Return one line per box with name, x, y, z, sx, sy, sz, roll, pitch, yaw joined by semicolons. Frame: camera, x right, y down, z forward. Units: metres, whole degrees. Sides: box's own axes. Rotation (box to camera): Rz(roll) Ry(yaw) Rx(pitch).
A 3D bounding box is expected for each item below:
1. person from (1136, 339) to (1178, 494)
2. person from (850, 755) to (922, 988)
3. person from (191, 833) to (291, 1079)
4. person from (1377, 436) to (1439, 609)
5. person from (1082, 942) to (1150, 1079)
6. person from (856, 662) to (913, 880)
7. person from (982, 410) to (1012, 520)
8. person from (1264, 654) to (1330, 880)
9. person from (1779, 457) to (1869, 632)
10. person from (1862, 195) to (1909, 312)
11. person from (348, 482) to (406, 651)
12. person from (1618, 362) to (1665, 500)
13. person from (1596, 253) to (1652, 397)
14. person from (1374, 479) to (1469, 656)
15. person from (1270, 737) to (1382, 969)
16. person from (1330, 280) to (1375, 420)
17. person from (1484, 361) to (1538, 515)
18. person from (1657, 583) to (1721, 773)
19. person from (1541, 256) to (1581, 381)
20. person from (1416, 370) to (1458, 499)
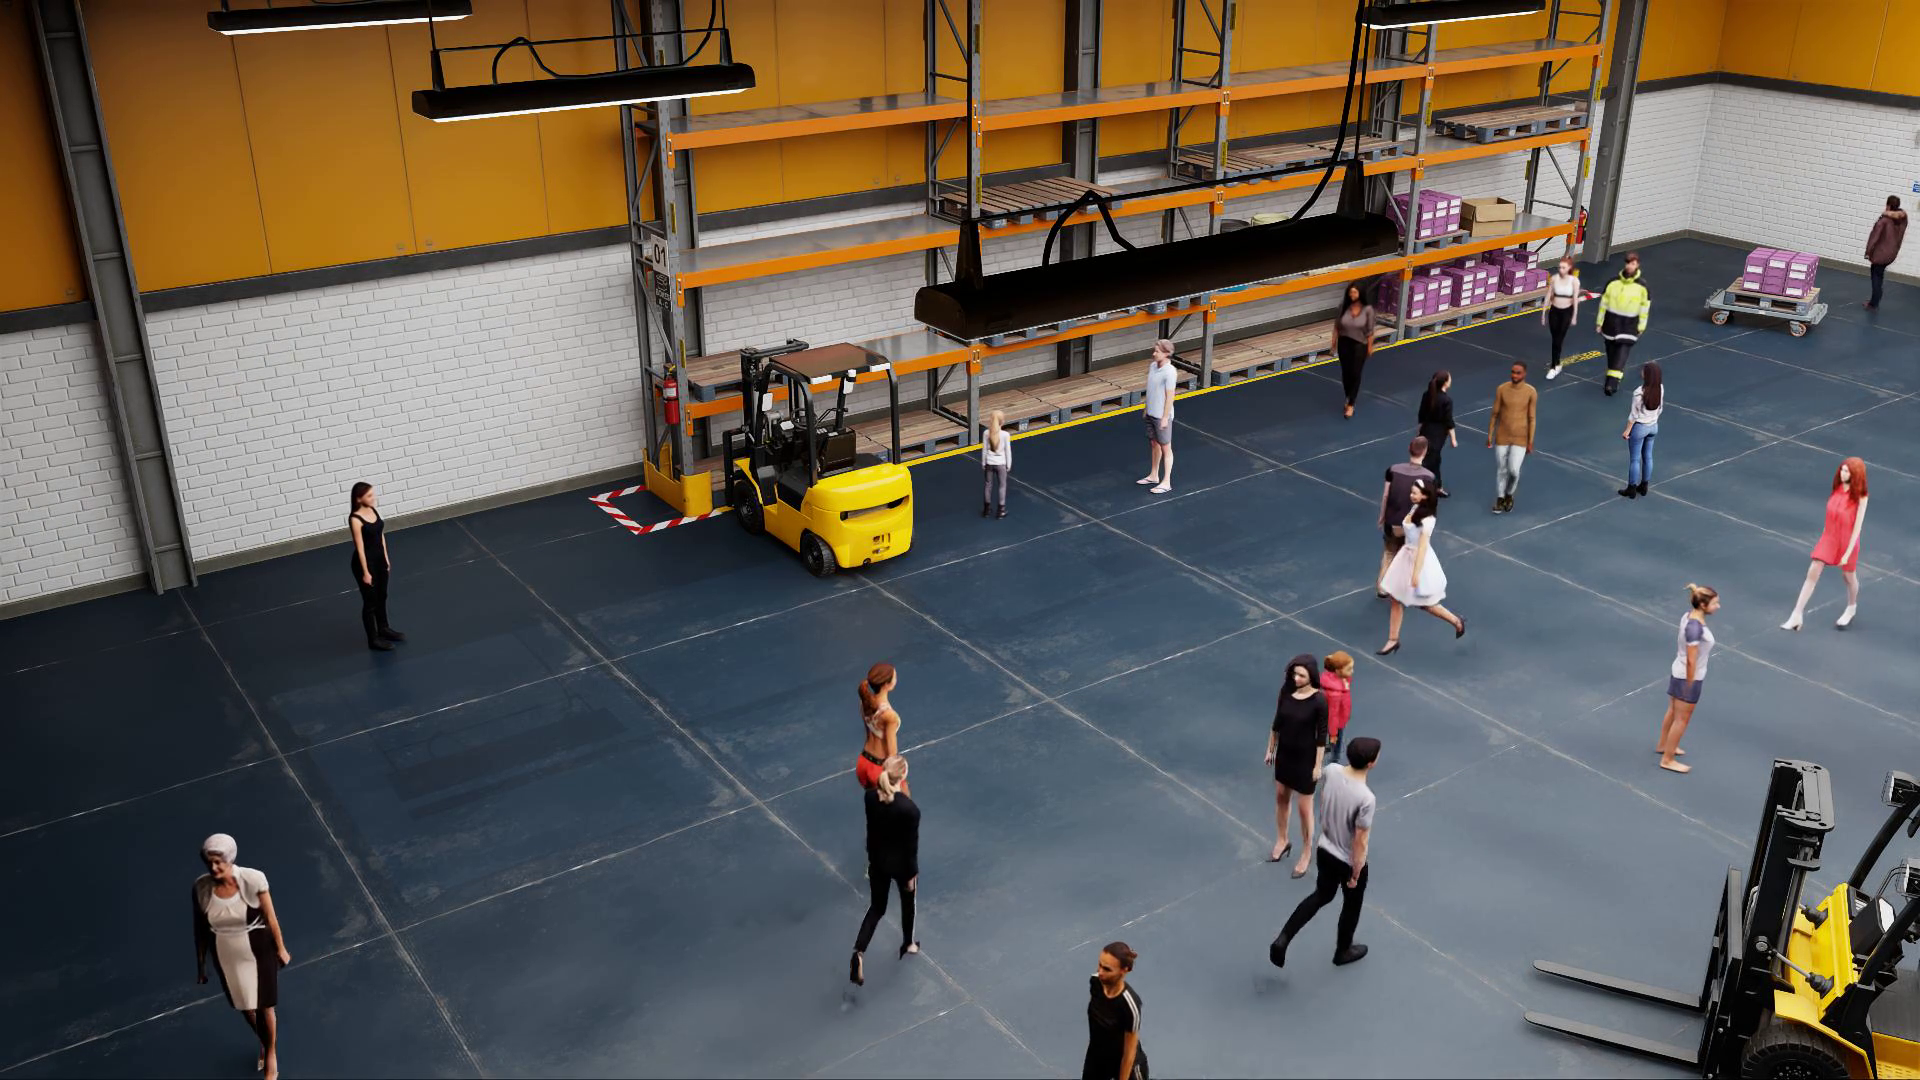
person;2.366;-1.479;19.548;0.619;1.832;0.686;-10;26;-22
person;-0.510;2.250;11.206;0.903;1.681;1.115;13;27;26
person;-4.460;2.556;10.431;0.794;1.741;0.874;-2;24;-3
person;4.379;-0.128;16.463;0.806;1.828;0.805;12;26;26
person;0.973;2.987;9.596;1.074;1.621;0.581;-16;28;-32
person;-0.659;1.741;12.252;0.625;1.776;0.606;-21;31;-39
person;0.400;-0.857;18.818;0.586;1.277;0.638;7;24;15
person;2.529;1.657;12.407;0.504;1.805;0.613;-15;28;-31
person;8.567;0.075;16.062;1.163;1.777;0.765;-10;25;-21
person;14.844;-4.564;26.599;0.731;1.837;0.893;-9;25;-19
person;-5.602;0.237;15.802;0.729;1.689;0.669;4;24;9
person;7.964;-1.287;19.355;0.508;1.635;0.700;-10;26;-22
person;9.109;-2.976;22.849;1.041;1.932;1.296;16;29;33
person;4.361;0.289;15.560;1.214;1.787;1.005;-2;24;-5
person;2.505;2.157;11.227;1.059;1.834;0.738;-13;27;-27
person;5.228;-2.555;22.033;0.921;1.814;1.072;12;26;26
person;6.287;-1.183;18.904;0.754;1.805;0.756;12;27;26
person;6.052;1.129;13.844;0.715;1.623;0.633;6;24;14
person;8.536;-3.179;23.566;0.746;1.729;0.931;17;29;34
person;5.322;-1.101;18.951;1.118;1.618;0.754;-9;25;-21
